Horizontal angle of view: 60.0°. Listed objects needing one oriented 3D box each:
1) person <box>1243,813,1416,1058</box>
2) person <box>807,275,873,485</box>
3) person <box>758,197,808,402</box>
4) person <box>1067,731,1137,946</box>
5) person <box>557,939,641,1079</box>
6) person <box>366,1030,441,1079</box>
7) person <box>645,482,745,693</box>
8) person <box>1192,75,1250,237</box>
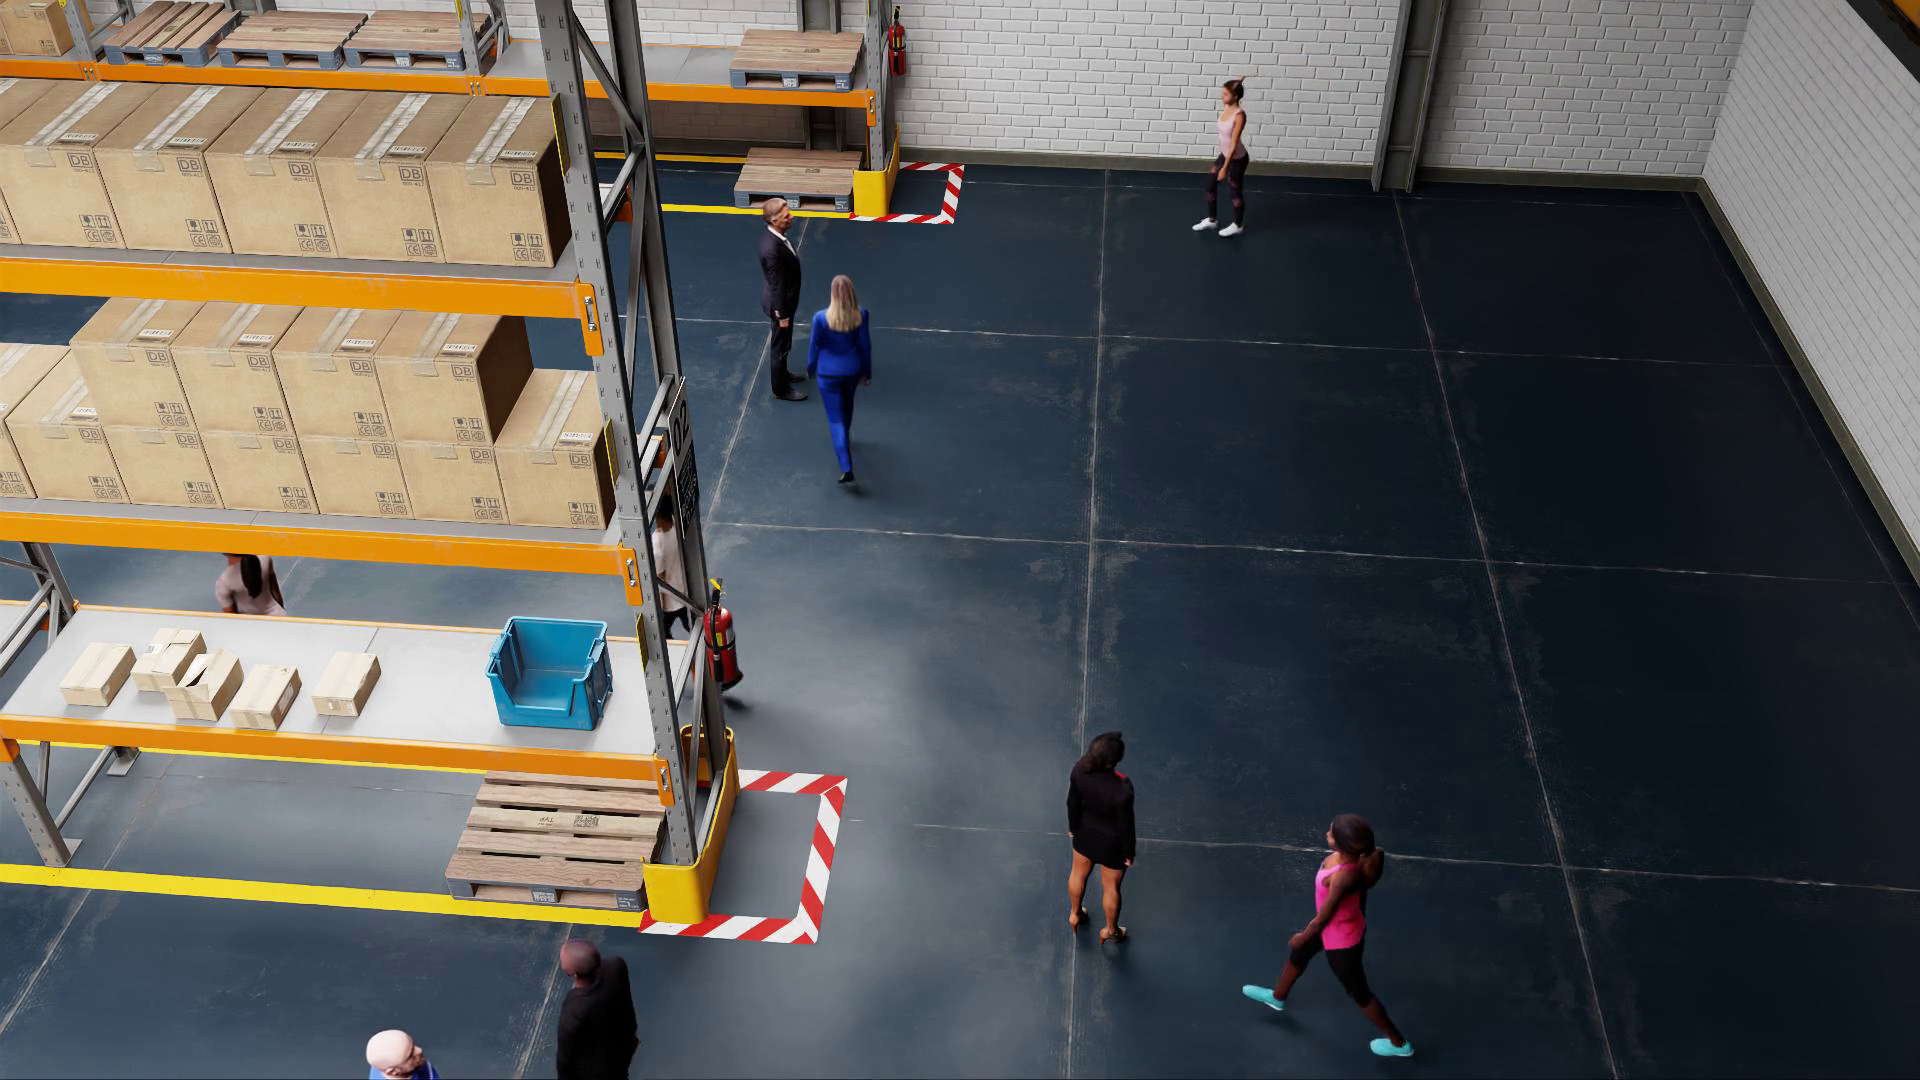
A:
[{"bbox_3d":[2.103,2.145,8.799,1.251,1.676,0.809,16,41,19],"label":"person"},{"bbox_3d":[-0.917,-1.236,13.040,1.176,1.667,1.024,-15,41,-18],"label":"person"},{"bbox_3d":[-1.506,-2.039,13.928,0.647,1.814,0.737,-3,39,-4],"label":"person"},{"bbox_3d":[0.803,1.692,9.395,0.691,1.640,0.759,23,44,26],"label":"person"},{"bbox_3d":[-1.678,2.608,8.179,1.210,1.727,0.874,13,40,16],"label":"person"},{"bbox_3d":[-2.482,2.870,7.759,0.739,1.842,0.755,-14,41,-16],"label":"person"},{"bbox_3d":[-1.834,0.359,11.019,1.137,1.697,0.906,19,42,22],"label":"person"},{"bbox_3d":[2.729,-3.717,16.175,0.815,1.633,0.710,-13,40,-16],"label":"person"}]
